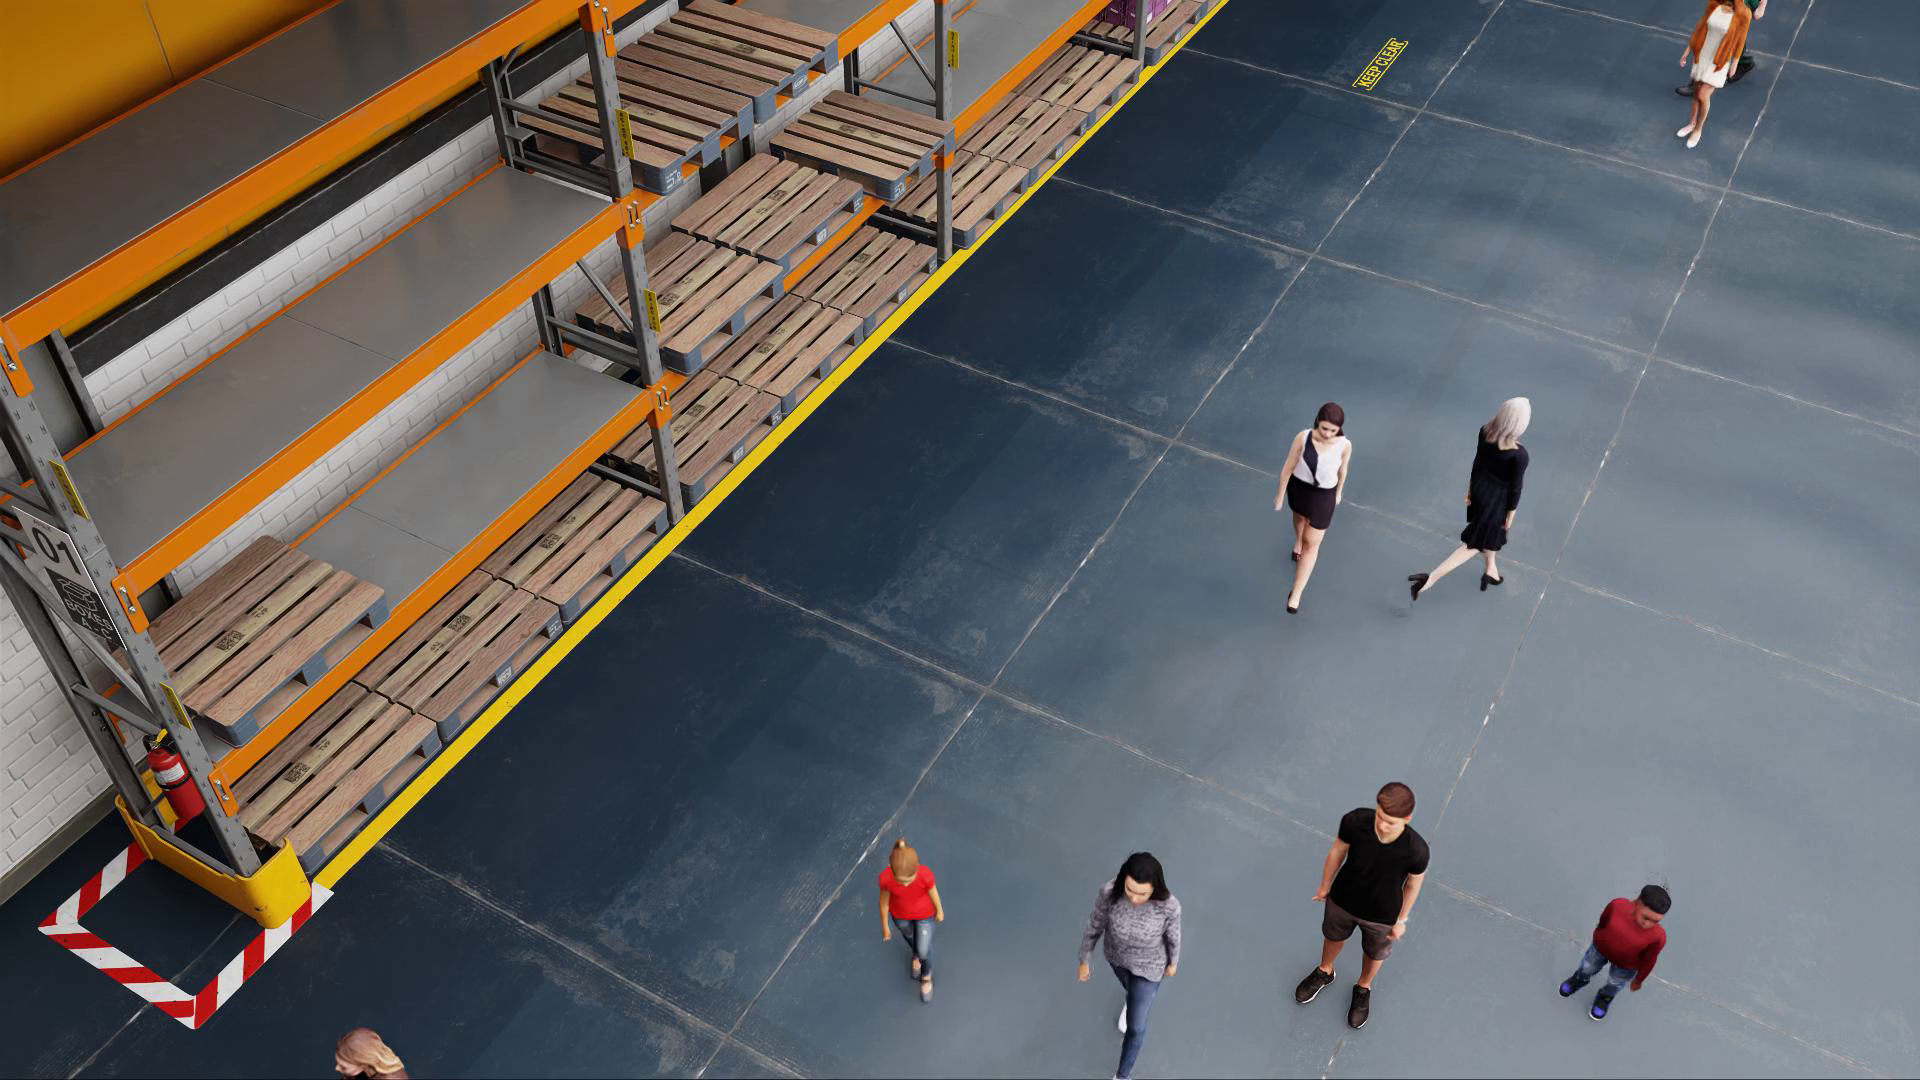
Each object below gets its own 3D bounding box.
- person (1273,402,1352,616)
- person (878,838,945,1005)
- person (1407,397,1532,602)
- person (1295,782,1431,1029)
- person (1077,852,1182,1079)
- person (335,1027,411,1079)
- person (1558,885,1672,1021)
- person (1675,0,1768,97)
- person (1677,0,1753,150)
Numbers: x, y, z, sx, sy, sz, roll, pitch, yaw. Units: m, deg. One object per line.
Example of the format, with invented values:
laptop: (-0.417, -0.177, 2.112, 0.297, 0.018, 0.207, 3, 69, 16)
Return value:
person: (2.445, -0.355, 11.520, 0.768, 1.601, 1.147, 13, 45, 13)
person: (-0.261, 2.009, 9.266, 0.598, 1.288, 0.670, 2, 44, 2)
person: (3.526, -0.218, 11.293, 1.155, 1.716, 0.982, -18, 46, -18)
person: (2.199, 1.921, 8.942, 0.660, 1.862, 0.567, 23, 48, 22)
person: (0.954, 2.138, 8.833, 0.724, 1.698, 1.050, 16, 46, 16)
person: (-2.706, 2.842, 8.091, 0.655, 1.703, 0.596, 34, 53, 31)
person: (3.622, 2.206, 9.101, 0.613, 1.230, 0.608, -22, 48, -21)
person: (7.829, -5.349, 16.571, 1.289, 1.865, 1.179, -14, 45, -14)
person: (7.267, -4.648, 15.954, 0.760, 1.701, 0.736, -26, 49, -25)
